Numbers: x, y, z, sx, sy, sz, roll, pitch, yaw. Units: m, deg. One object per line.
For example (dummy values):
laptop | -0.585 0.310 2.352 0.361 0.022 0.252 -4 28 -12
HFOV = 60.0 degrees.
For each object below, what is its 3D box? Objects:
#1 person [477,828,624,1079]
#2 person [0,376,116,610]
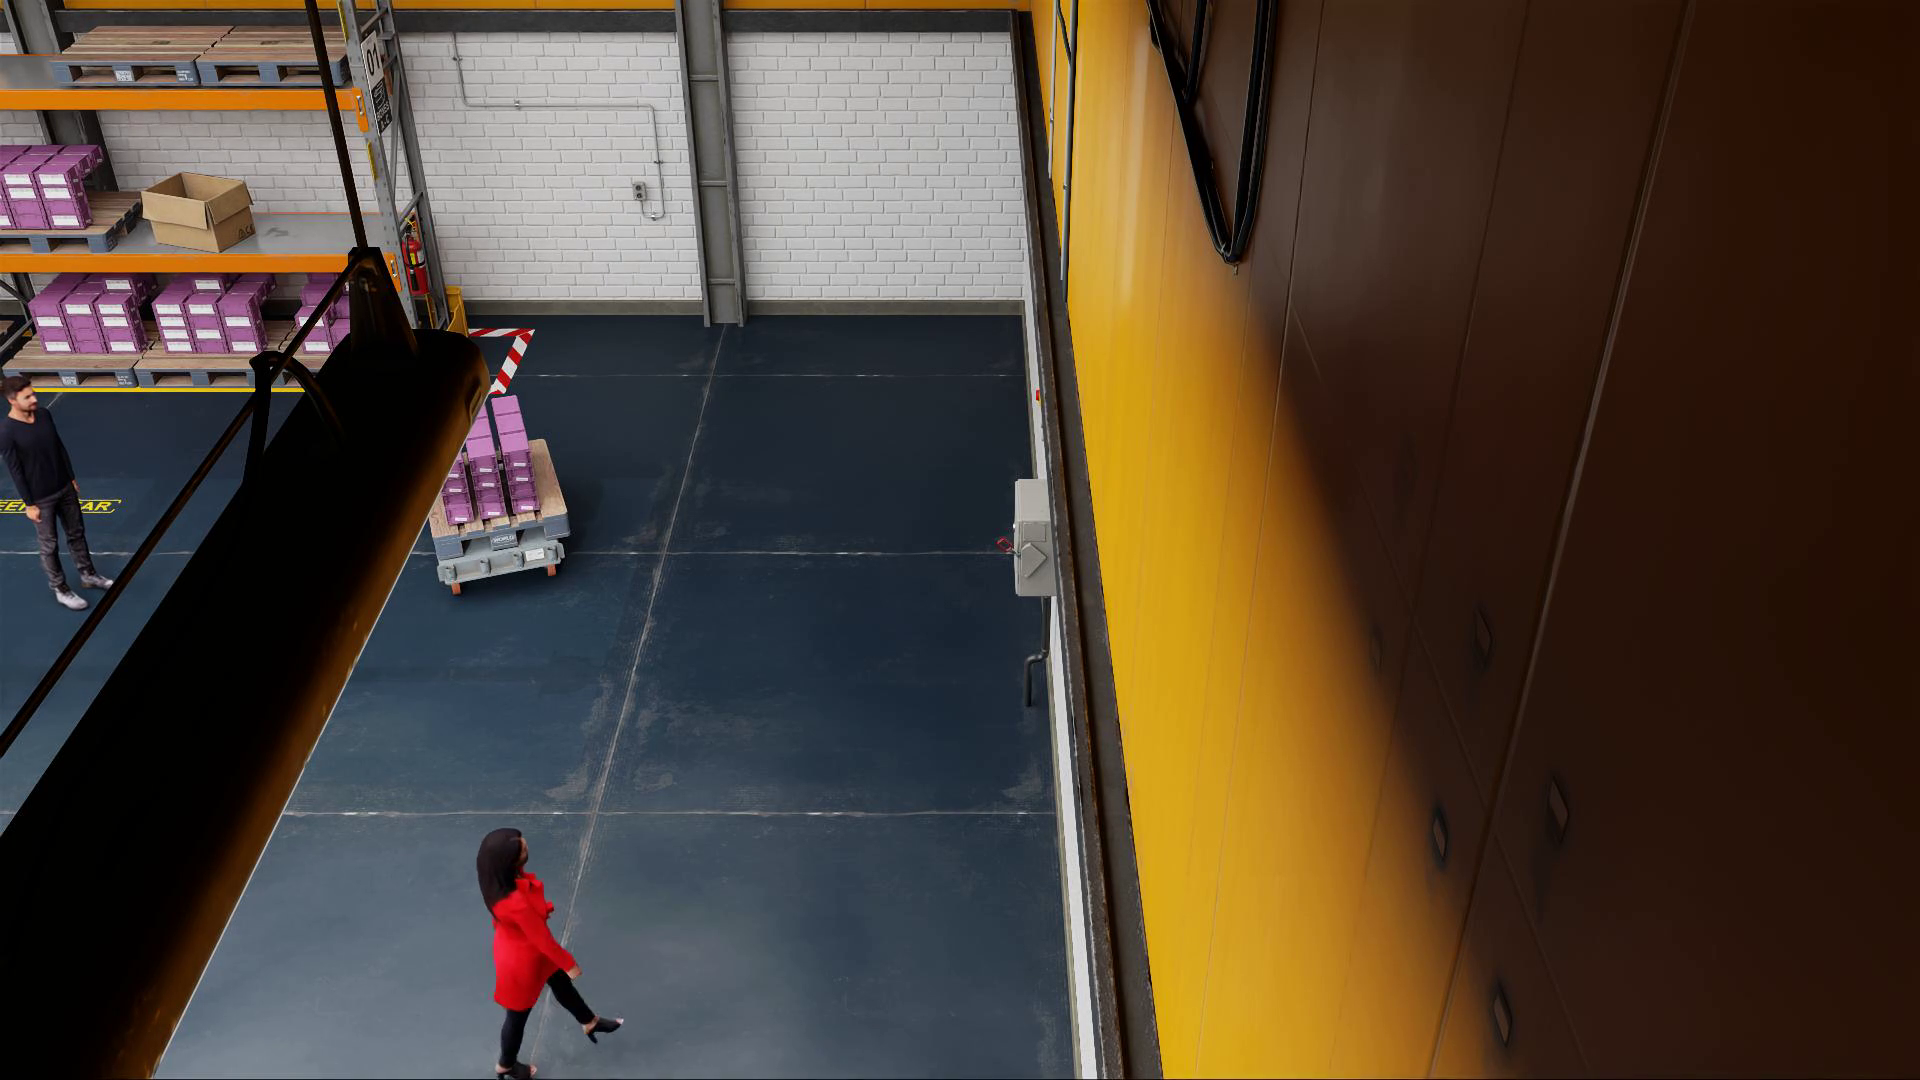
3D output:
person | -2.315 2.196 8.529 1.041 1.717 0.861 -15 36 -21
person | -6.730 -0.366 12.247 0.680 1.867 0.702 12 35 17
